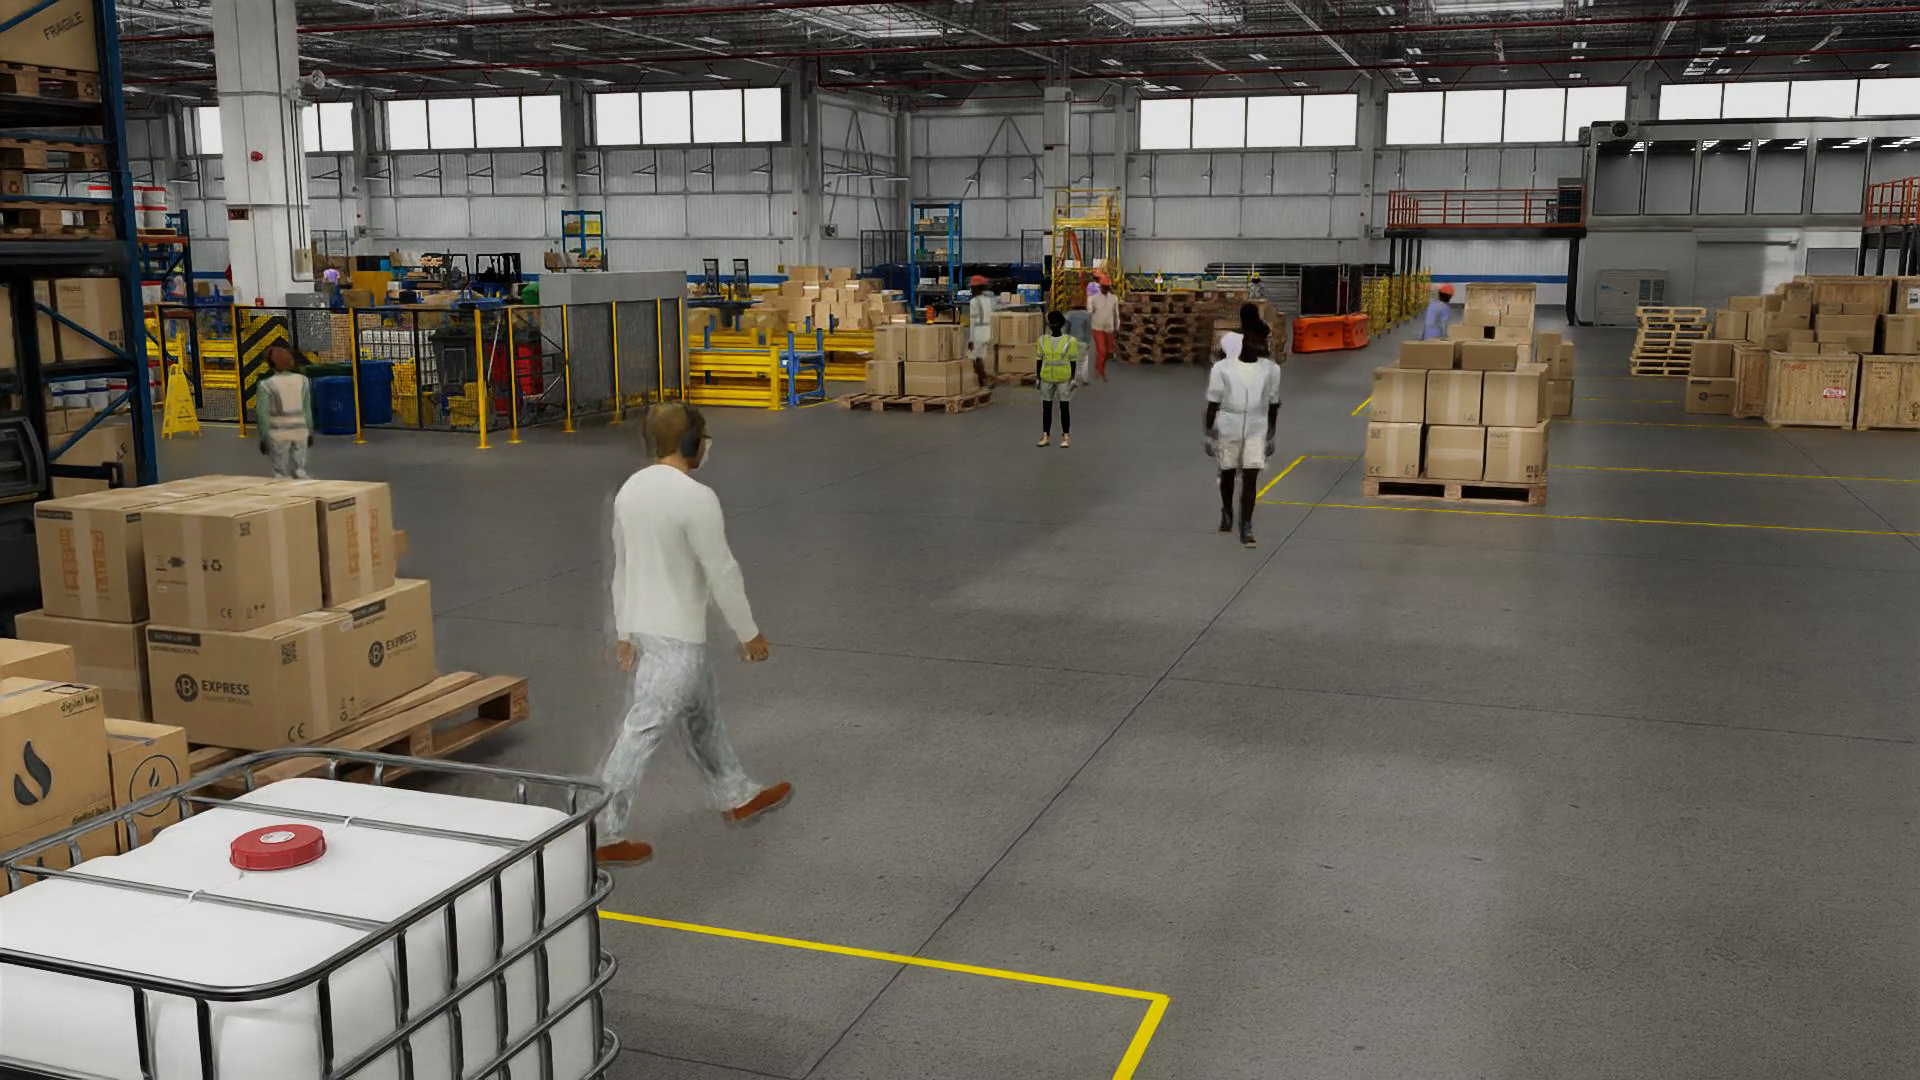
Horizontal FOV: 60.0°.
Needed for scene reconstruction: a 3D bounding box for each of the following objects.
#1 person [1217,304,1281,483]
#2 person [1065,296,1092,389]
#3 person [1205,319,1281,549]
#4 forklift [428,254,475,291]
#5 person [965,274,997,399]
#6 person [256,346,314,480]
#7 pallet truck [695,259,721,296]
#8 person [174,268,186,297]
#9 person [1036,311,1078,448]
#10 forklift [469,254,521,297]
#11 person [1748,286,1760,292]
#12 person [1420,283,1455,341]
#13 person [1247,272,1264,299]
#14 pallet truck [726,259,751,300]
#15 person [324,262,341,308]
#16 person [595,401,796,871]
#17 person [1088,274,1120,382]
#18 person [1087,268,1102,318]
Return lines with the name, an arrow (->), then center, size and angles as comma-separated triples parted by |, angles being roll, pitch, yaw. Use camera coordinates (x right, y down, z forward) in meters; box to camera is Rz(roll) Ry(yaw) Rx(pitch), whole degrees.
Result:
person -> 3.074, -1.554, 17.658 | 0.957, 1.877, 0.605 | -7, 12, -35
person -> 2.091, -3.467, 29.159 | 0.507, 1.607, 0.681 | 4, 11, 19
person -> 2.387, -0.924, 14.063 | 0.616, 1.901, 1.049 | 1, 10, 7
forklift -> -20.133, -10.254, 65.465 | 1.157, 1.987, 2.680 | 3, 11, 19
person -> 0.323, -3.282, 26.956 | 0.496, 2.025, 0.638 | 6, 11, 29
person -> -5.918, -0.897, 14.649 | 0.408, 1.621, 0.535 | 7, 12, 35
pallet truck -> -9.165, -9.627, 62.776 | 0.823, 1.965, 1.885 | 4, 11, 23
person -> -26.138, -8.289, 55.962 | 0.557, 1.726, 0.840 | 6, 12, 32
person -> 1.184, -1.982, 20.566 | 0.541, 1.695, 0.315 | 4, 11, 21
forklift -> -17.990, -10.121, 64.684 | 1.157, 1.987, 2.680 | 3, 11, 17
person -> 27.406, -8.509, 57.507 | 0.497, 1.626, 0.288 | 7, 12, 33
person -> 7.937, -3.356, 27.848 | 0.969, 1.874, 0.620 | -3, 10, -15
person -> 8.293, -6.649, 46.729 | 0.485, 1.741, 0.302 | 2, 10, 12
pallet truck -> -7.986, -9.493, 62.019 | 0.823, 1.965, 1.885 | 3, 11, 17
person -> -23.643, -9.530, 62.666 | 0.571, 1.840, 0.374 | -5, 11, -26
person -> -1.147, 0.374, 6.823 | 1.058, 1.876, 0.623 | -7, 12, -35
person -> 2.604, -3.889, 30.522 | 0.638, 1.972, 0.570 | -3, 11, -17
person -> 3.536, -6.021, 42.697 | 0.557, 1.919, 0.735 | 2, 10, 10
